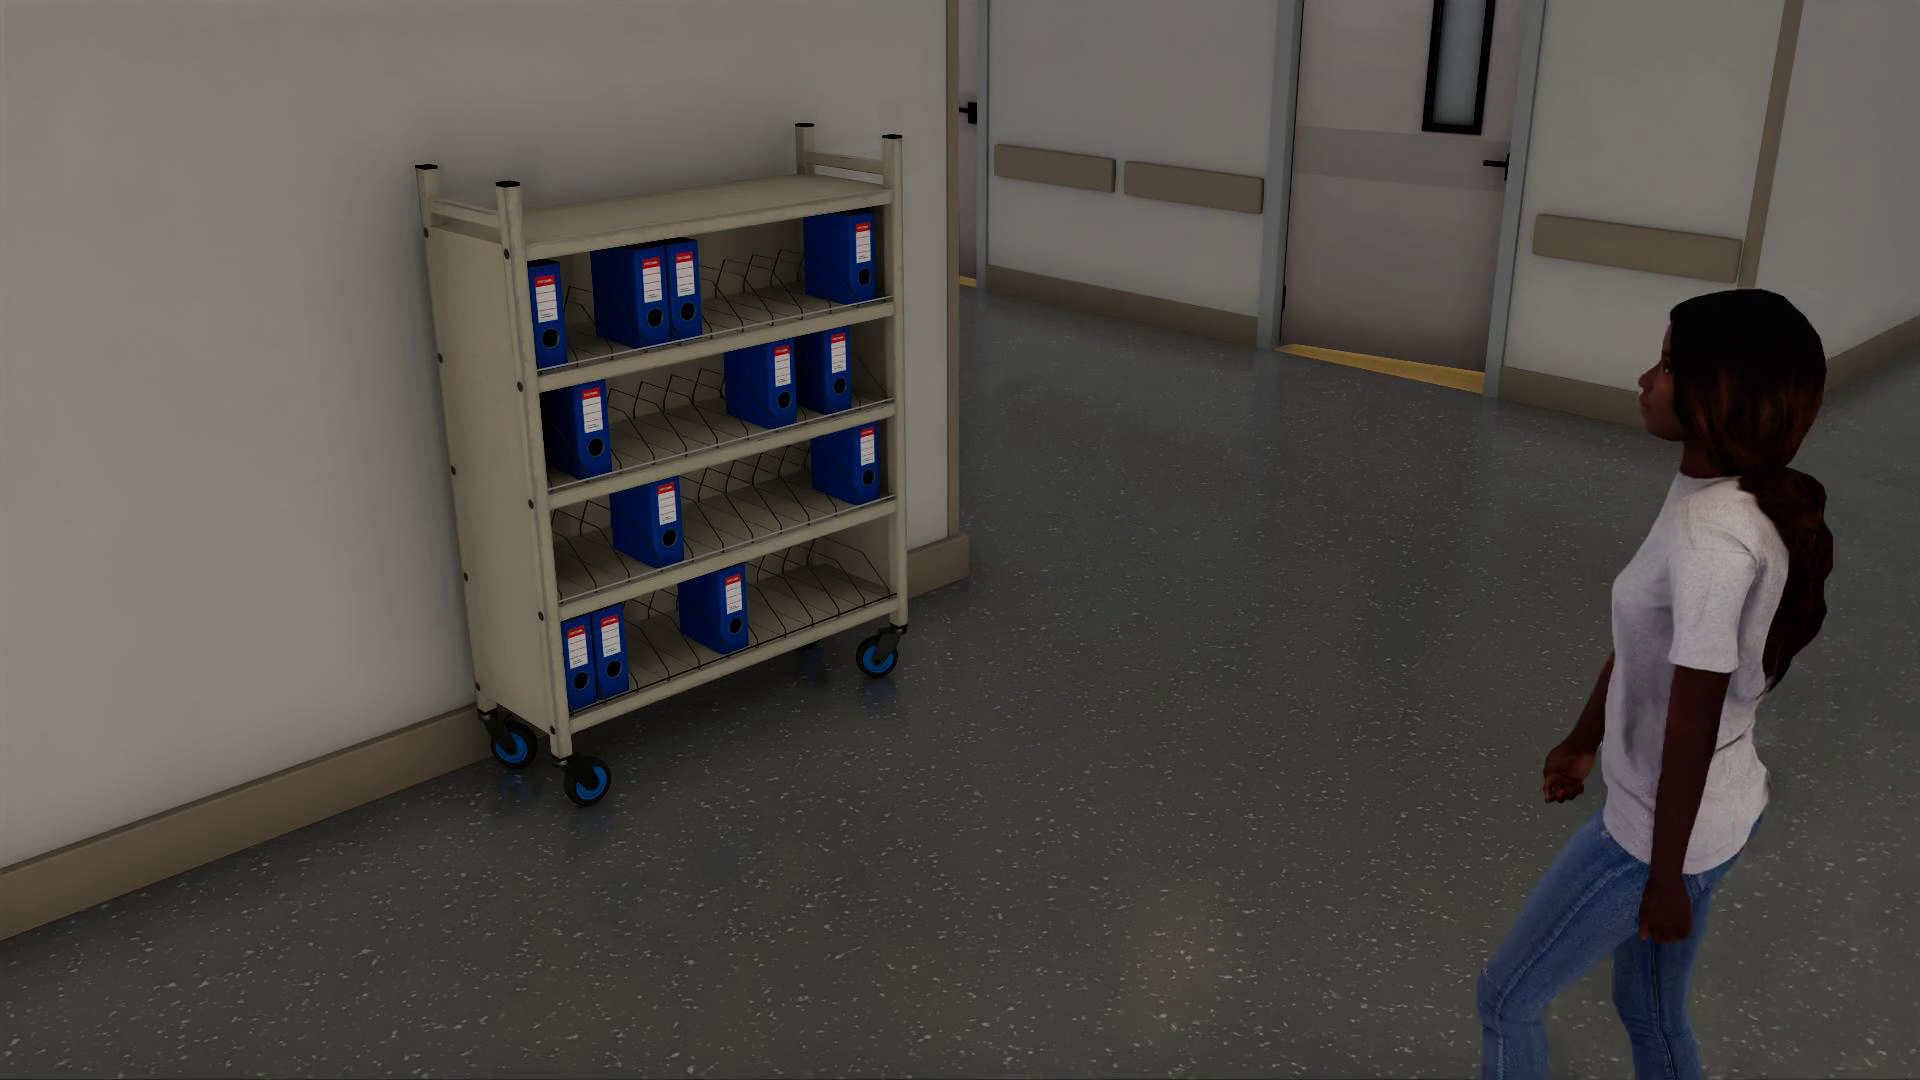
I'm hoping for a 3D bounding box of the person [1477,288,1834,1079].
[{"bbox_3d":[1.171,0.467,2.609,0.778,1.706,0.790,11,23,27],"label":"person"}]
